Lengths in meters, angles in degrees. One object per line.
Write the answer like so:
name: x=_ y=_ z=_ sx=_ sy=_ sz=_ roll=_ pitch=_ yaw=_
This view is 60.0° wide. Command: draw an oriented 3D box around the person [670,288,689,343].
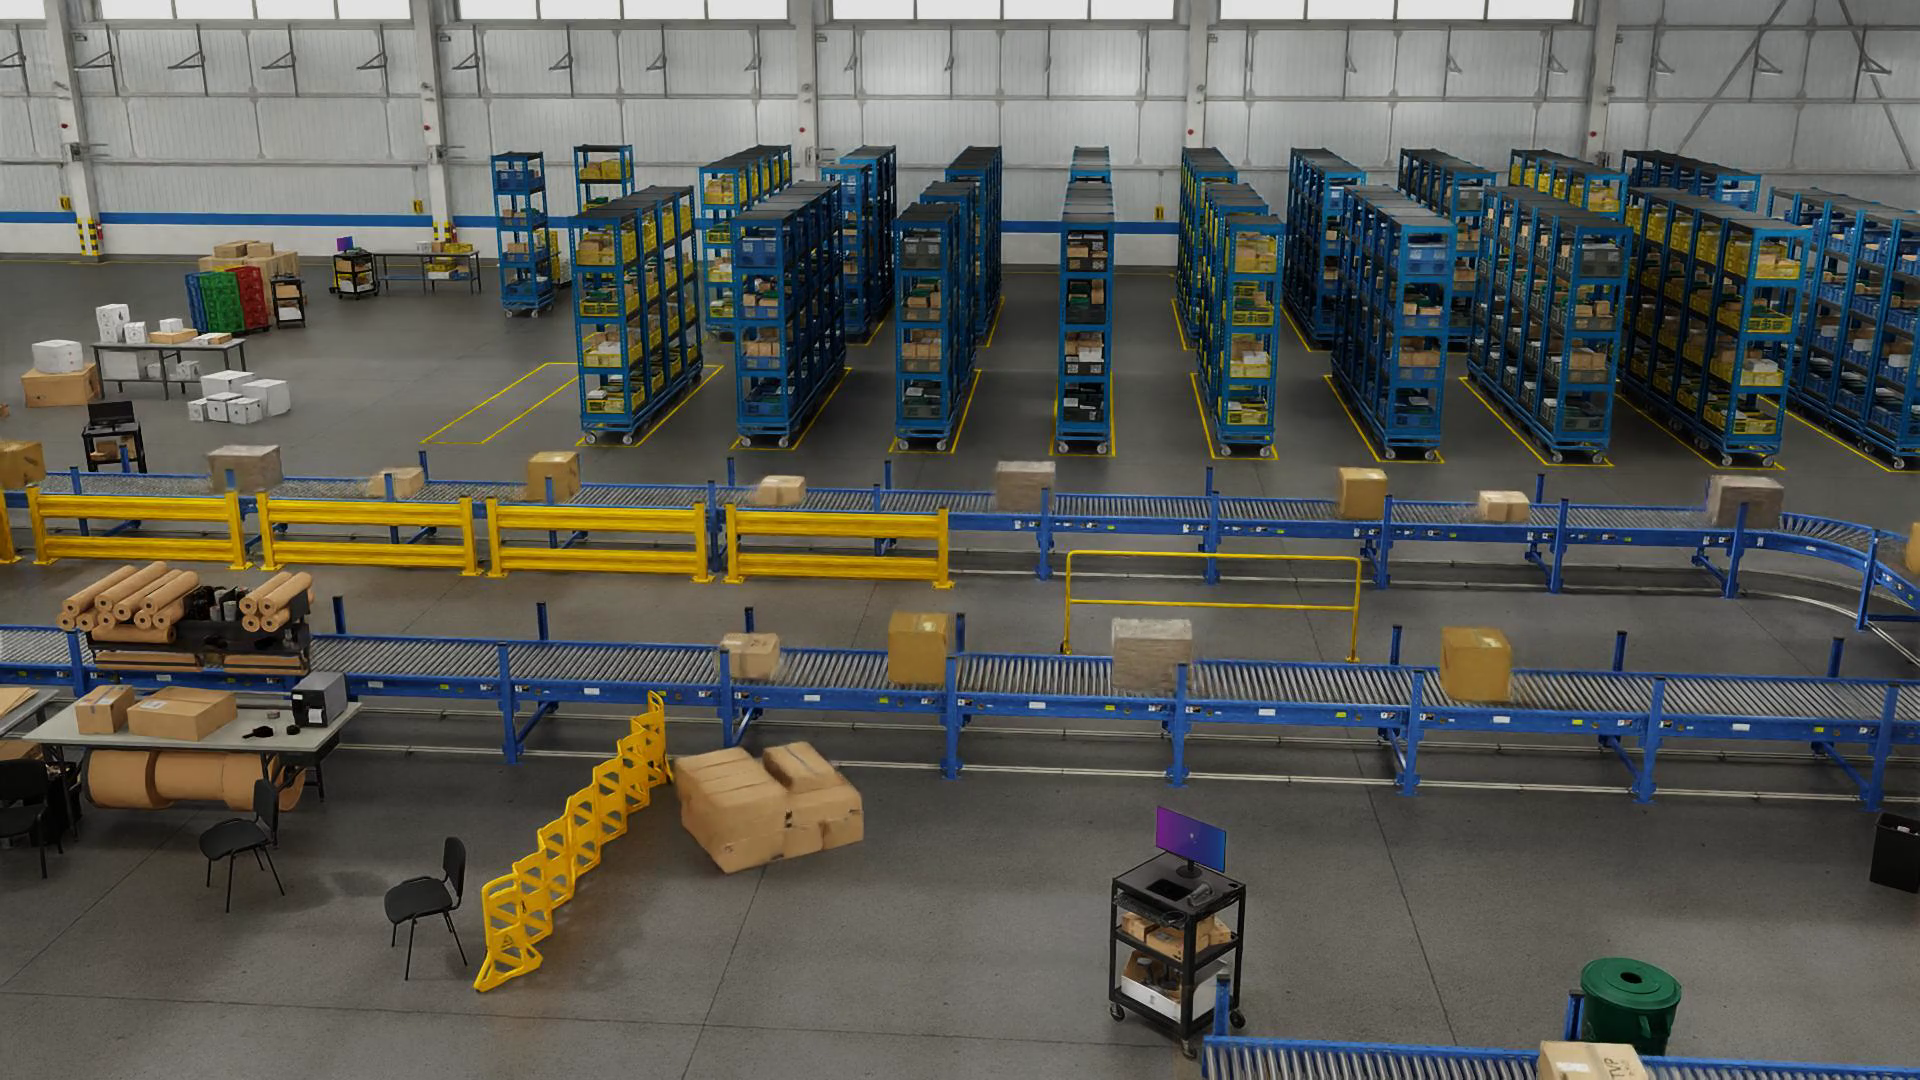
person: x=-5.758 y=-4.597 z=33.185 sx=0.722 sy=1.804 sz=0.631 roll=-2 pitch=18 yaw=-8

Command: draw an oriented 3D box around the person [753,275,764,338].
person: x=-3.919 y=-4.405 z=32.344 sx=0.382 sy=1.949 sz=0.614 roll=11 pitch=21 yaw=32
